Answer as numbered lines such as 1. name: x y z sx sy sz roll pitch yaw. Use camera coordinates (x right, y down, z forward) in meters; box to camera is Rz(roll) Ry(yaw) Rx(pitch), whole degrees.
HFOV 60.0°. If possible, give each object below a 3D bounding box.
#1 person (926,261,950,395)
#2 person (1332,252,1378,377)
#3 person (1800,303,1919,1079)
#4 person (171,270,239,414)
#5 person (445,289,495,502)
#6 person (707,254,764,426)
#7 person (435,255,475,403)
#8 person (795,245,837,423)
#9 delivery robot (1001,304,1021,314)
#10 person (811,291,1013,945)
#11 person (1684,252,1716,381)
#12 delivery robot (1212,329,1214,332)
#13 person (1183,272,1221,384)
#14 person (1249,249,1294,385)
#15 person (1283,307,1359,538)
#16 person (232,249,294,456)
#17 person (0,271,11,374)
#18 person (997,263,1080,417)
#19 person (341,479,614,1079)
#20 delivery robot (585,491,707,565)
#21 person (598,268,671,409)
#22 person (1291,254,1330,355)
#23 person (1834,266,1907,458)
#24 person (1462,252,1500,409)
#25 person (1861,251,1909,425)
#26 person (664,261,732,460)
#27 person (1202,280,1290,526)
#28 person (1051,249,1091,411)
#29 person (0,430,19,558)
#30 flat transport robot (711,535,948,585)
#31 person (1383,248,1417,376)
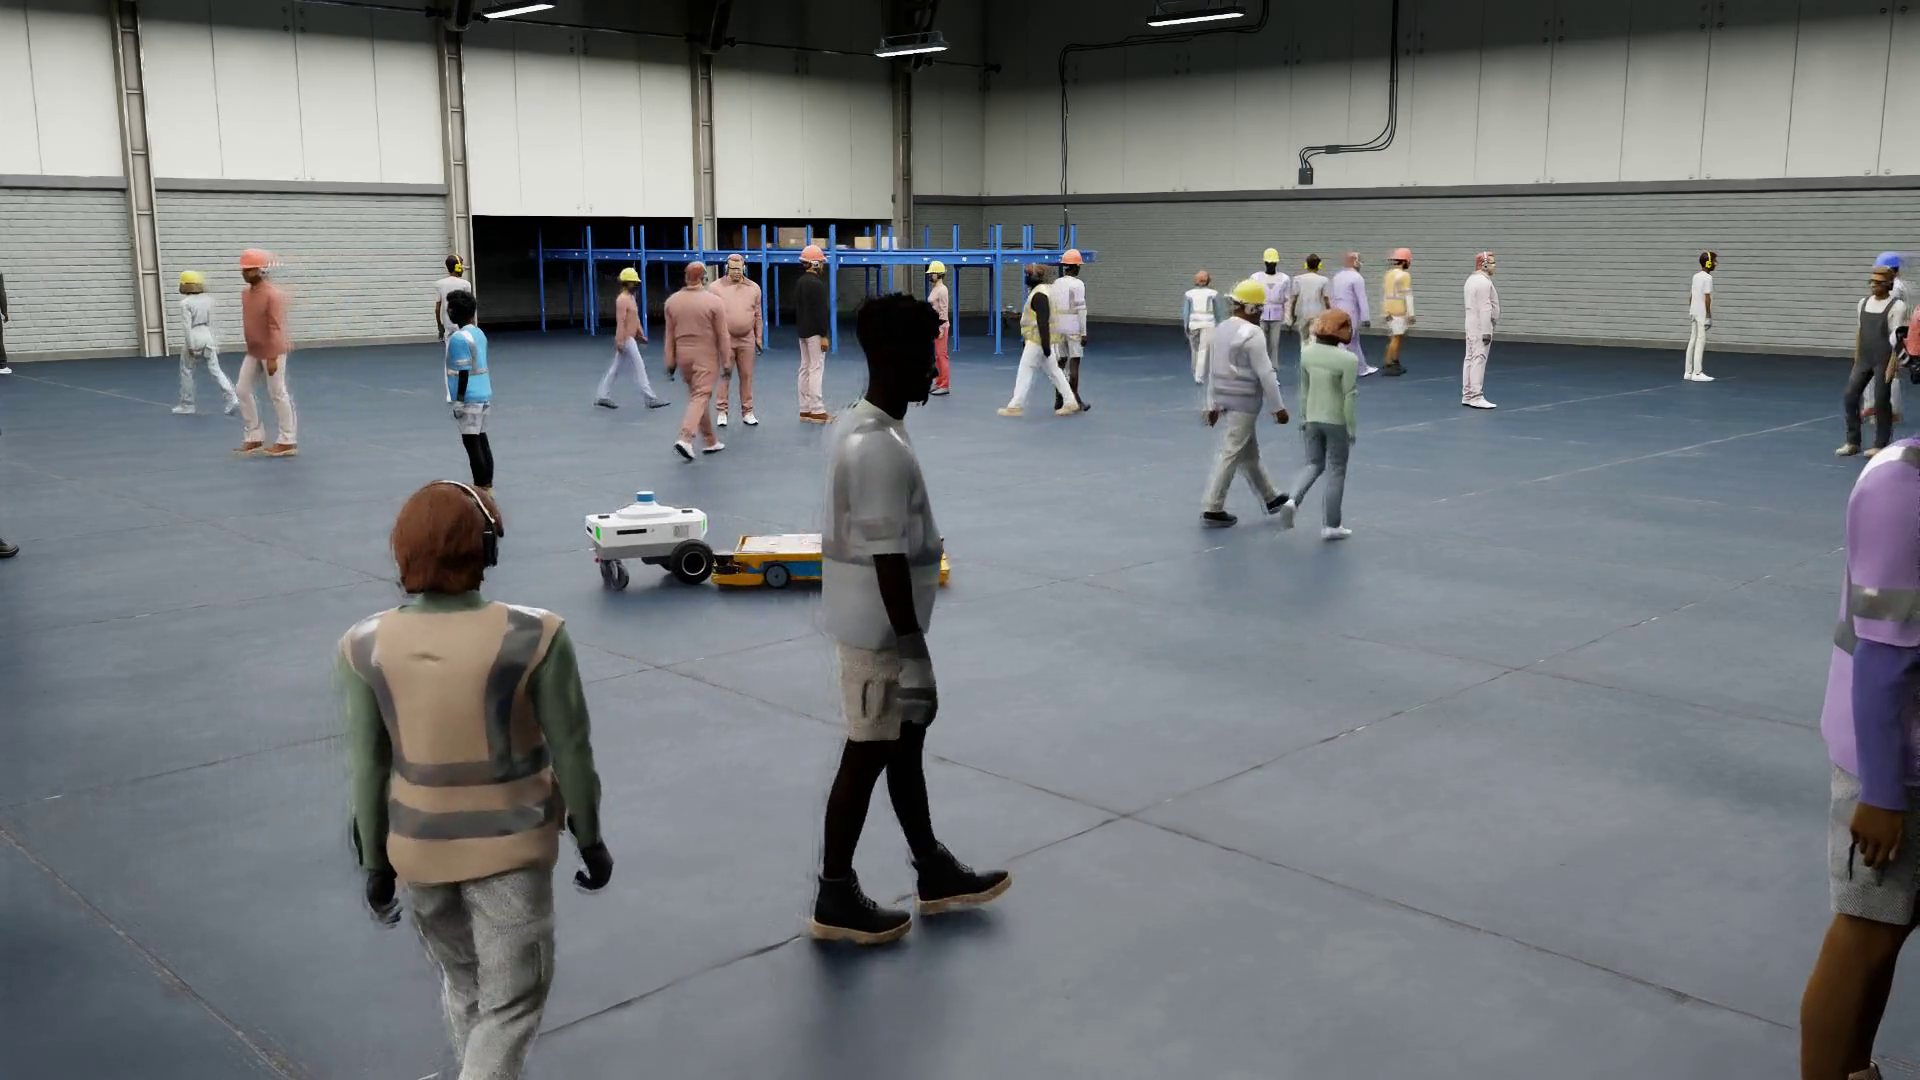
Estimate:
1. person: -0.302 -2.829 22.204 0.309 1.769 0.524 -3 11 -17
2. person: 5.830 -3.306 24.569 0.972 1.852 0.656 -3 11 -14
3. person: 2.075 0.450 3.566 0.397 2.043 0.609 10 14 43
4. person: -9.024 -2.357 19.791 0.860 1.705 0.485 4 11 23
5. person: -3.821 -1.097 12.943 0.317 1.696 0.540 0 10 1
6. person: -2.504 -2.234 18.592 0.638 1.902 0.407 -4 11 -21
7. person: -6.389 -2.675 21.108 0.533 1.859 0.317 2 11 11
8. person: -1.663 -2.340 18.907 0.375 1.997 0.610 -6 12 -31
9. delivery robot: 1.148 -5.310 38.190 0.335 0.223 0.698 -6 12 -29
10. person: -0.175 0.239 5.008 0.559 1.961 0.664 -1 10 -5
11. person: 10.857 -3.272 24.338 0.332 1.872 0.514 0 10 -2
12. delivery robot: 4.846 -4.211 32.903 0.477 0.478 0.707 2 11 11
13. person: 3.489 -3.059 23.958 0.495 1.586 0.864 5 11 25
14. person: 4.368 -3.125 23.436 0.692 1.914 0.415 1 10 4
15. person: 2.534 -0.805 11.575 0.486 1.620 0.507 -8 13 -38
16. person: -6.723 -1.769 15.846 0.653 1.970 0.705 7 13 34
17. person: -14.914 -3.503 25.466 0.589 1.919 0.393 -4 11 -19
18. person: 0.968 -2.351 19.541 0.953 1.797 0.622 2 11 8
19. person: -1.039 0.677 3.506 0.515 1.608 0.790 2 11 10
20. delivery robot: -1.935 -0.056 10.249 0.707 0.478 0.477 -4 11 -22
21. person: -4.044 -2.457 20.302 0.915 1.720 0.534 0 10 -1
22. person: 5.078 -3.192 23.971 0.572 1.834 0.832 5 11 24
23. person: 8.618 -1.671 15.737 0.671 1.818 0.542 -4 11 -23
24. person: 6.432 -2.589 20.513 0.409 1.909 0.640 0 10 0
25. person: 10.309 -2.251 18.623 0.612 1.926 0.616 3 11 17
26. person: -2.513 -1.727 15.905 0.647 1.869 0.965 5 11 24
27. person: 2.175 -1.006 12.213 0.927 1.776 0.604 -3 11 -17
28. person: 1.349 -2.555 20.238 0.354 1.939 0.544 -9 14 -40
29. person: -6.542 -0.837 10.868 0.543 1.939 0.361 1 10 4
30. flat transport robot: -0.805 0.112 10.365 1.431 0.197 0.652 0 10 -3
31. person: 6.677 -3.445 25.163 0.607 1.917 0.562 -2 11 -9
